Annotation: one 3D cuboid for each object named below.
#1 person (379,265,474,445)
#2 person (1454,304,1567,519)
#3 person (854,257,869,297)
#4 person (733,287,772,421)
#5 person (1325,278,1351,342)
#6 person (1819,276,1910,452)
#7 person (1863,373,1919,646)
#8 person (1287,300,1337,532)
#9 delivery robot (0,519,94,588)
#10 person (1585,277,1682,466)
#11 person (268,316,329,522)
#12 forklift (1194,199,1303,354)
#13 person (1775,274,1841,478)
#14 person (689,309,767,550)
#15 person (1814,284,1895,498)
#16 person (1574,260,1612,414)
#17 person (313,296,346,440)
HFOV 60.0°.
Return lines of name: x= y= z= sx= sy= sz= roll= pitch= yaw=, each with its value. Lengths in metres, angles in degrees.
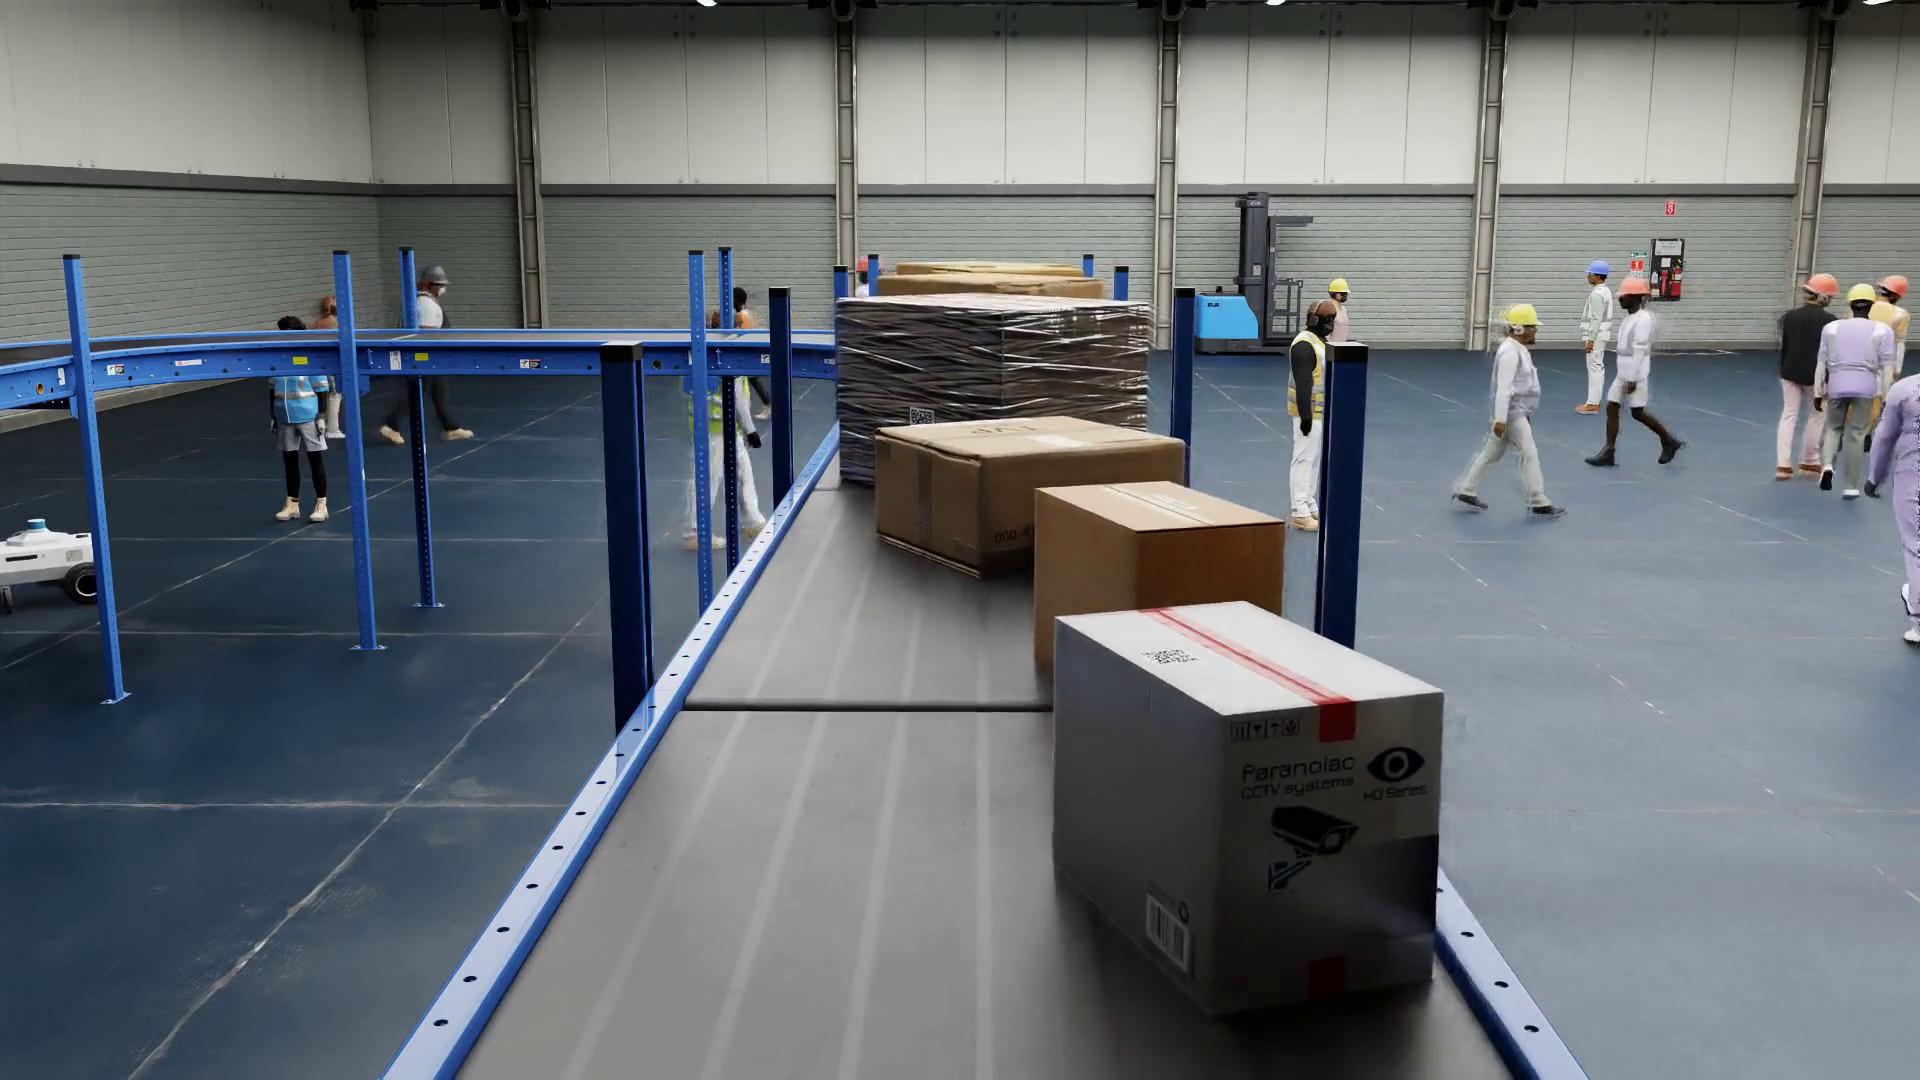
person: x=-6.016 y=-2.079 z=18.519 sx=0.987 sy=2.000 sz=0.717 roll=-4 pitch=12 yaw=-22
person: x=4.651 y=-1.096 z=14.022 sx=0.921 sy=1.789 sz=0.609 roll=4 pitch=12 yaw=21
person: x=-1.128 y=-2.664 z=21.552 sx=1.048 sy=2.004 sz=0.620 roll=8 pitch=14 yaw=37
person: x=-2.685 y=-2.280 z=20.446 sx=0.866 sy=1.651 sz=0.545 roll=-4 pitch=12 yaw=-20
person: x=4.531 y=-2.259 z=20.042 sx=0.315 sy=1.767 sz=0.535 roll=8 pitch=13 yaw=35
person: x=9.737 y=-1.902 z=17.927 sx=0.783 sy=1.881 sz=0.389 roll=7 pitch=13 yaw=31
person: x=5.809 y=-0.344 z=9.970 sx=0.653 sy=1.850 sz=1.026 roll=2 pitch=11 yaw=12
person: x=2.875 y=-1.014 z=13.468 sx=0.430 sy=1.839 sz=0.619 roll=5 pitch=12 yaw=26
delivery robot: x=-6.018 y=0.106 z=10.877 sx=0.707 sy=0.478 sz=0.477 roll=-8 pitch=13 yaw=-35
person: x=6.841 y=-1.689 z=16.744 sx=0.850 sy=1.913 sz=0.544 roll=0 pitch=11 yaw=0
person: x=-5.465 y=-0.998 z=13.741 sx=0.533 sy=1.697 sz=0.319 roll=2 pitch=11 yaw=11
forklift: x=5.313 y=-4.851 z=30.603 sx=1.873 sy=2.768 sz=1.129 roll=0 pitch=11 yaw=1
person: x=8.147 y=-1.570 z=16.003 sx=0.678 sy=1.956 sz=0.679 roll=-6 pitch=13 yaw=-29
person: x=-1.692 y=-0.841 z=12.646 sx=0.866 sy=1.807 sz=0.639 roll=-3 pitch=11 yaw=-13
person: x=8.020 y=-1.337 z=14.937 sx=0.611 sy=1.906 sz=0.464 roll=9 pitch=14 yaw=39
person: x=8.134 y=-2.596 z=21.295 sx=0.377 sy=1.950 sz=0.611 roll=6 pitch=12 yaw=27
person: x=-7.042 y=-1.947 z=18.796 sx=0.530 sy=1.618 sz=0.442 roll=7 pitch=13 yaw=30
